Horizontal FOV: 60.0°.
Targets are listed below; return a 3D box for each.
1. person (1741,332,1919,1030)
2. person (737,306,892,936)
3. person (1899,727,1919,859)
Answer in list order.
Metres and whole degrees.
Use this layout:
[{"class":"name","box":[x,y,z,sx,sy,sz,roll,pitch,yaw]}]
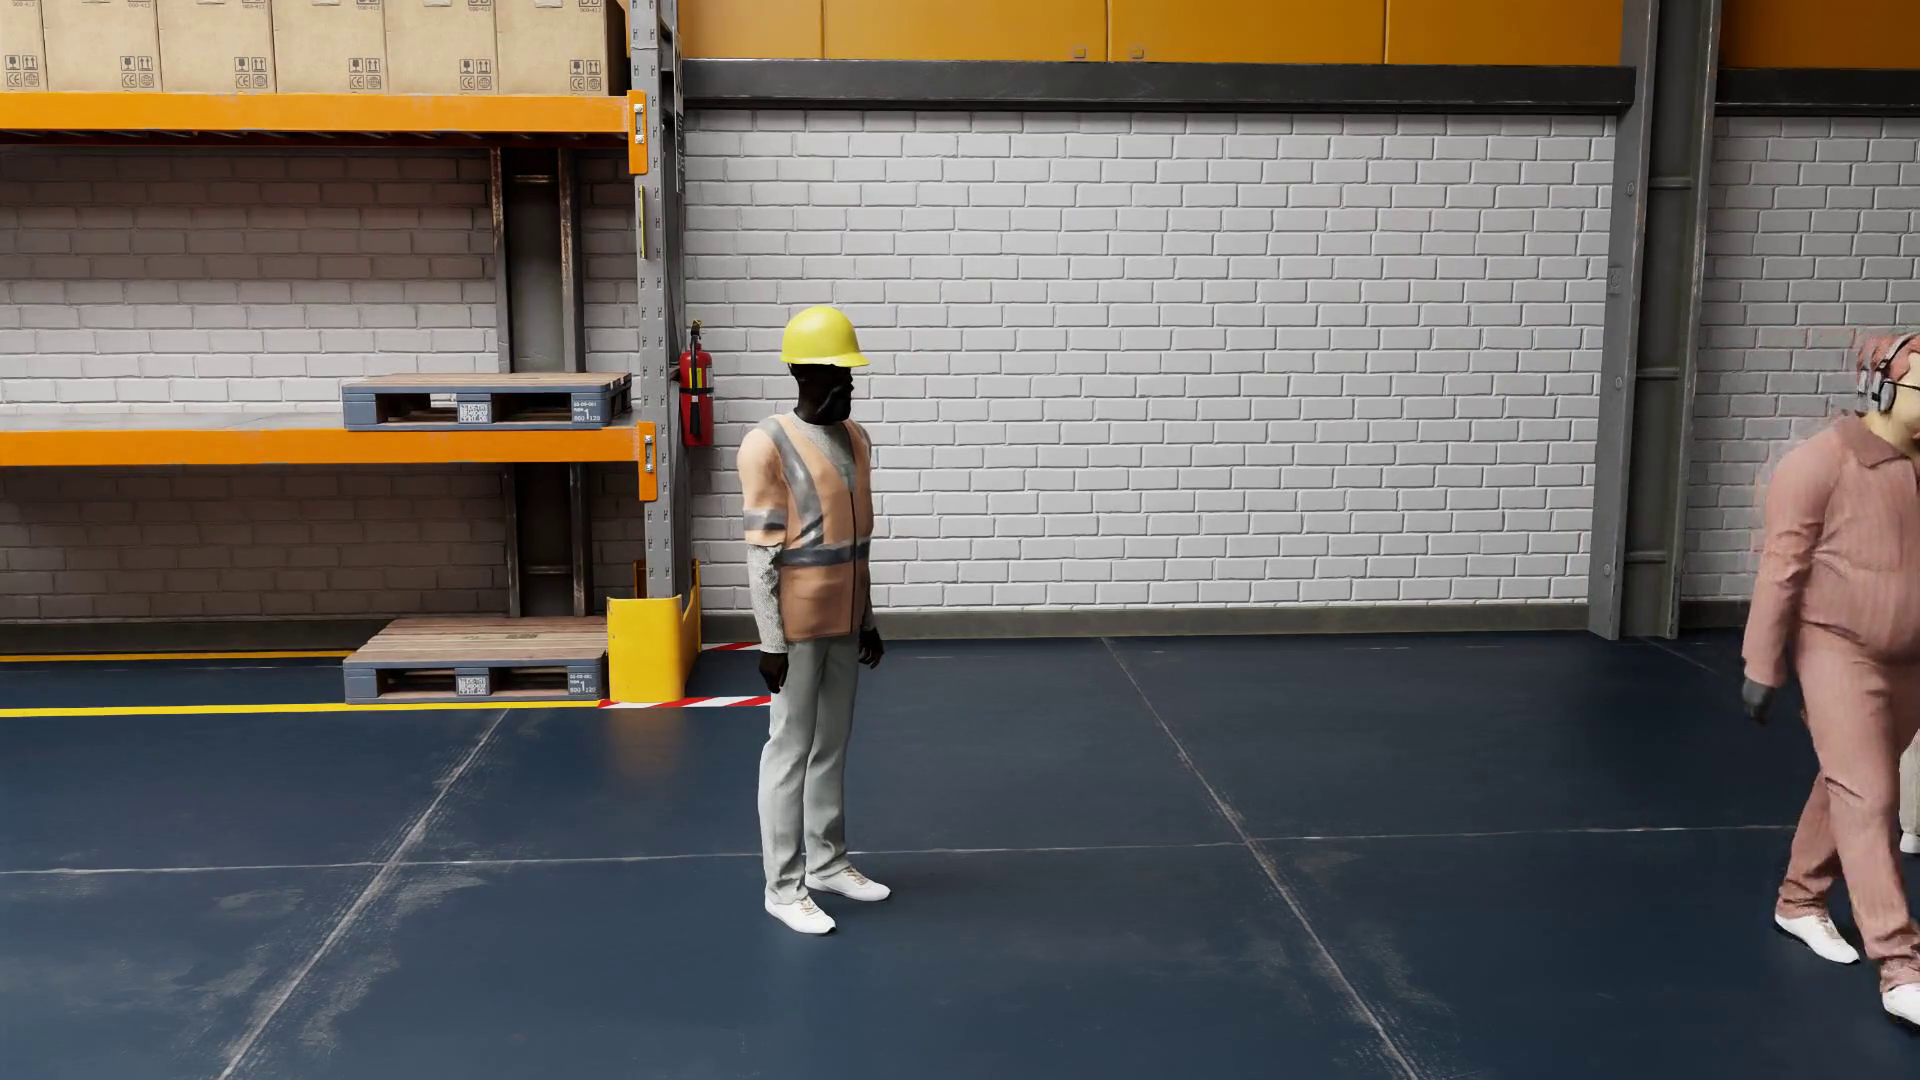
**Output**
[{"class":"person","box":[2.612,0.371,4.593,0.670,1.856,0.984,-2,9,-15]},{"class":"person","box":[-0.438,0.240,5.204,0.365,1.928,0.586,5,10,30]},{"class":"person","box":[3.253,0.288,5.807,0.524,1.639,0.306,6,11,35]}]
